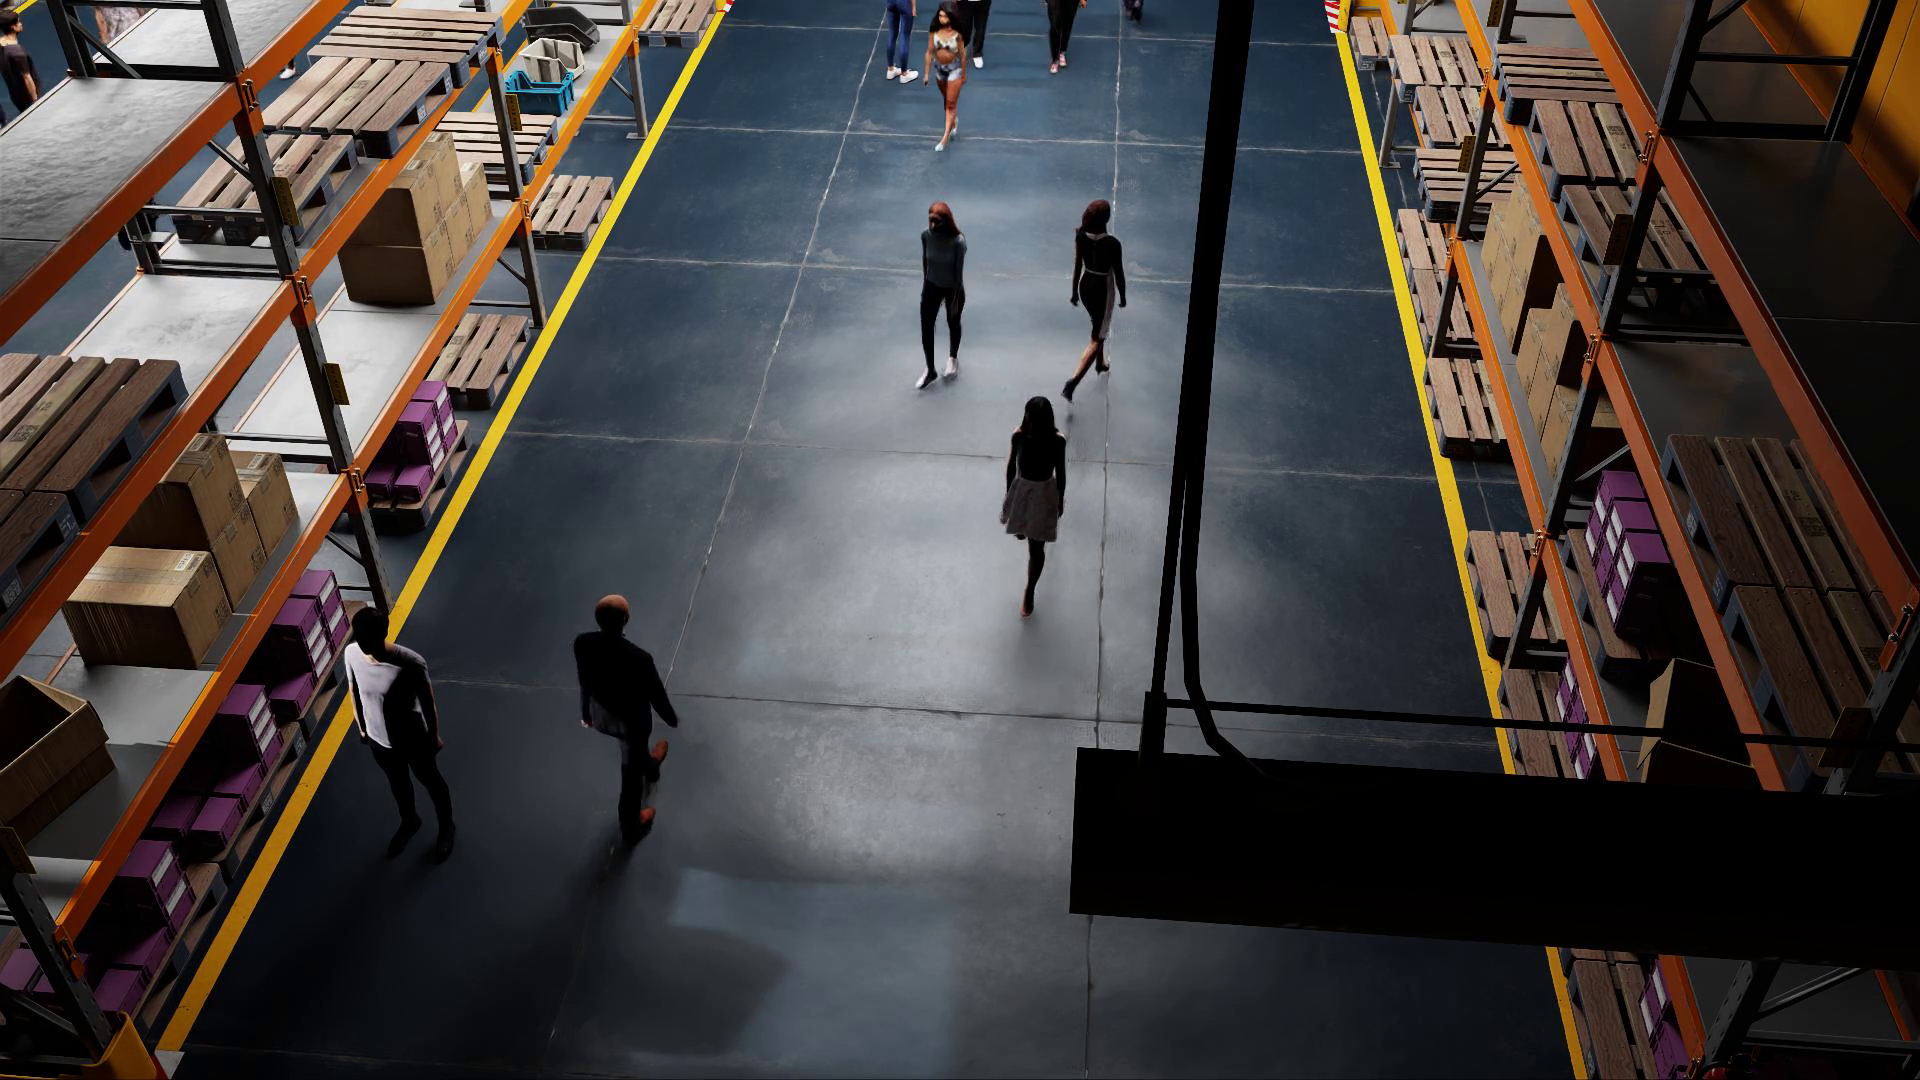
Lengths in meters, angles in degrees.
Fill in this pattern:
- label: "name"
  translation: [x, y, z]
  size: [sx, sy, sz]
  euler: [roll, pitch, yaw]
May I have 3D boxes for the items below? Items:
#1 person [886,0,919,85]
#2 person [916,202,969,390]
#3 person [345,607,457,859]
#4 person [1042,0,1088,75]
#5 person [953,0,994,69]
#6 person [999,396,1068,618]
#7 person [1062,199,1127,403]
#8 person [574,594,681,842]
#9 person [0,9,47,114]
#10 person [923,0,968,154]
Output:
- label: "person"
  translation: [-0.696, -6.138, 19.089]
  size: [0.668, 1.775, 0.707]
  euler: [31, 48, 33]
- label: "person"
  translation: [-0.094, -2.137, 14.122]
  size: [0.705, 1.721, 0.855]
  euler: [14, 41, 17]
- label: "person"
  translation: [-3.336, 1.131, 9.915]
  size: [0.672, 1.863, 0.558]
  euler: [6, 39, 7]
- label: "person"
  translation: [1.210, -6.407, 19.455]
  size: [0.699, 1.739, 0.808]
  euler: [0, 39, 0]
- label: "person"
  translation: [0.166, -6.423, 19.528]
  size: [0.759, 1.673, 0.783]
  euler: [-6, 39, -7]
- label: "person"
  translation: [0.544, -0.308, 11.804]
  size: [0.732, 1.756, 1.025]
  euler: [9, 40, 11]
- label: "person"
  translation: [1.102, -1.947, 13.852]
  size: [0.987, 1.761, 1.208]
  euler: [25, 45, 28]
- label: "person"
  translation: [-2.068, 1.115, 10.007]
  size: [0.918, 1.774, 1.108]
  euler: [15, 41, 18]
- label: "person"
  translation: [-9.760, -4.622, 17.256]
  size: [0.876, 1.693, 1.007]
  euler: [28, 47, 31]
- label: "person"
  translation: [-0.102, -5.005, 17.823]
  size: [0.765, 1.584, 1.078]
  euler: [13, 41, 16]
